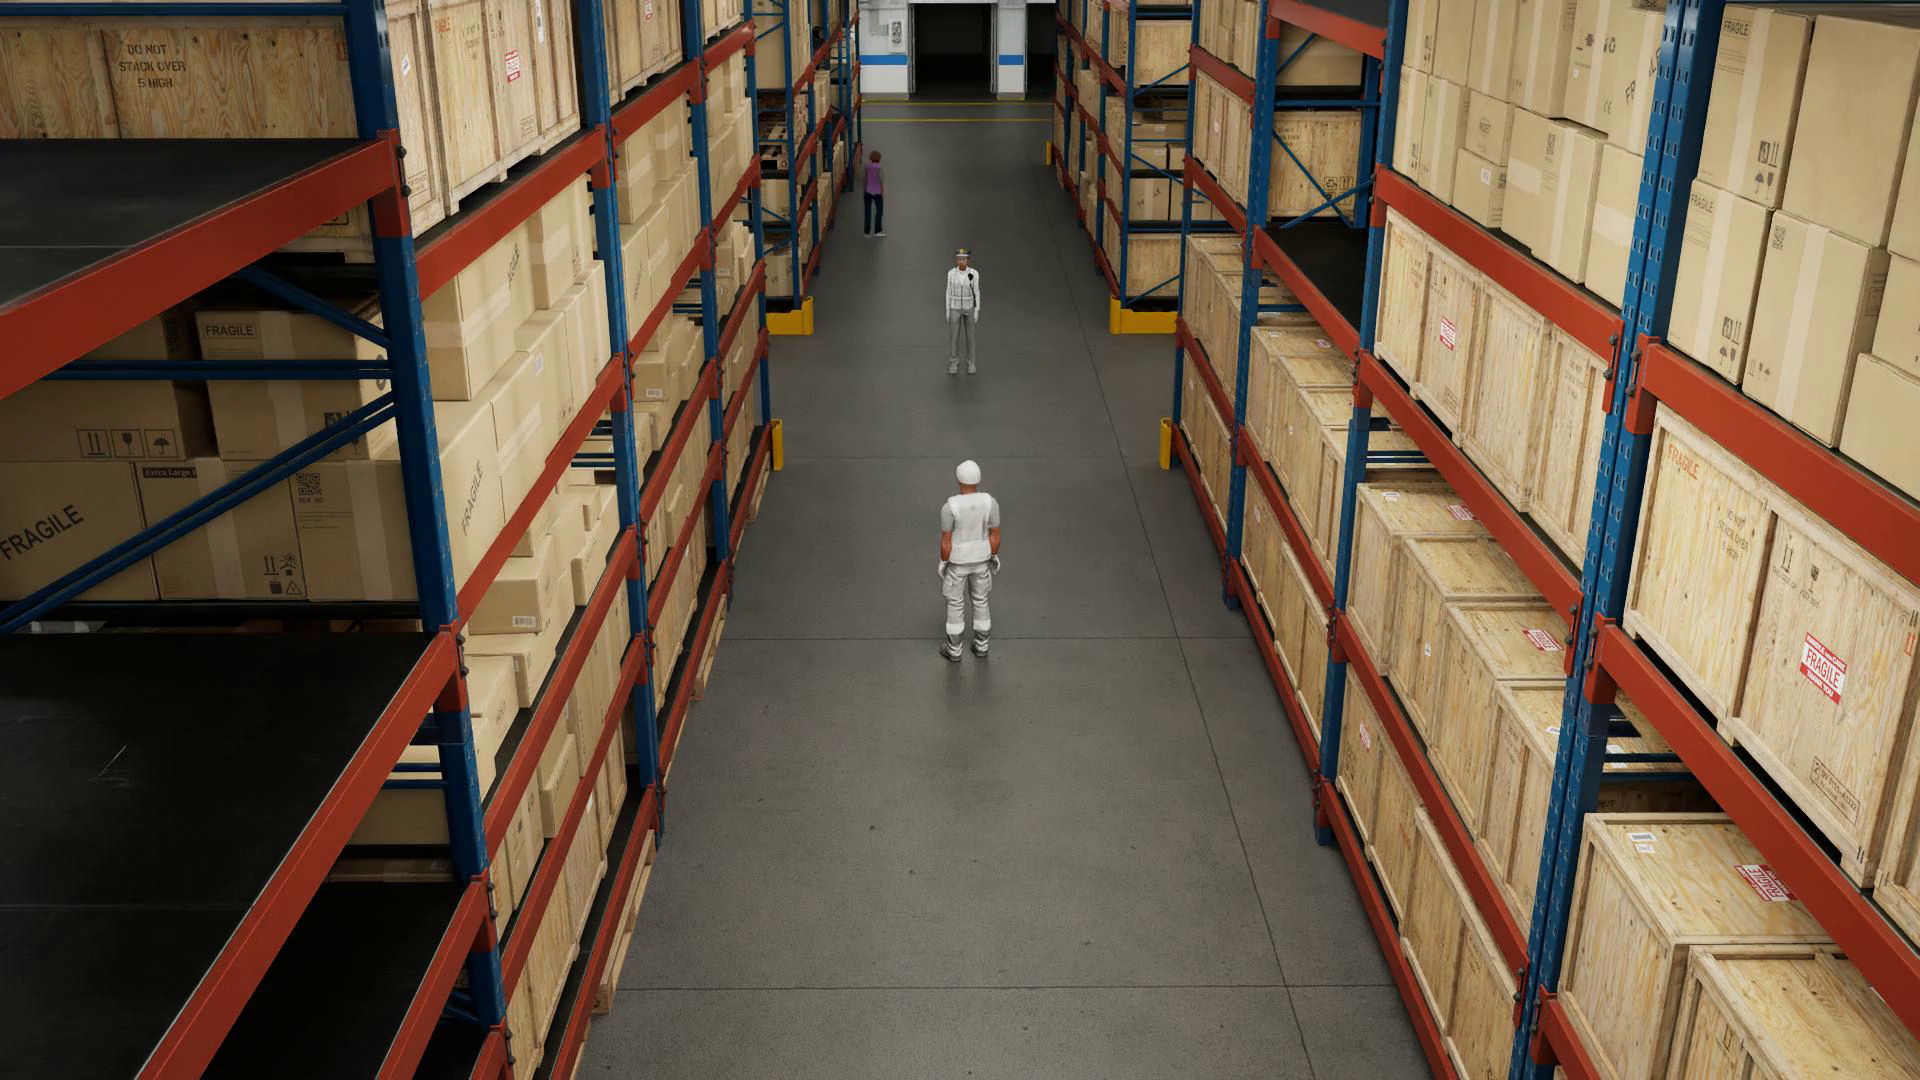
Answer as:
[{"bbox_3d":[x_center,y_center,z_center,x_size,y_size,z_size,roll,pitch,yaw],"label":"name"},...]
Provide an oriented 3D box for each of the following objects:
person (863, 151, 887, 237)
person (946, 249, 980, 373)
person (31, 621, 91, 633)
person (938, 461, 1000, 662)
[{"bbox_3d":[-1.618,-6.481,31.182,0.431,1.593,0.514,7,23,17],"label":"person"},{"bbox_3d":[0.036,-3.112,22.508,0.465,1.690,0.378,1,22,2],"label":"person"},{"bbox_3d":[-6.647,0.944,12.321,0.455,1.594,0.563,-3,22,-7],"label":"person"},{"bbox_3d":[0.063,0.162,14.069,0.537,1.792,0.398,-7,23,-18],"label":"person"}]
